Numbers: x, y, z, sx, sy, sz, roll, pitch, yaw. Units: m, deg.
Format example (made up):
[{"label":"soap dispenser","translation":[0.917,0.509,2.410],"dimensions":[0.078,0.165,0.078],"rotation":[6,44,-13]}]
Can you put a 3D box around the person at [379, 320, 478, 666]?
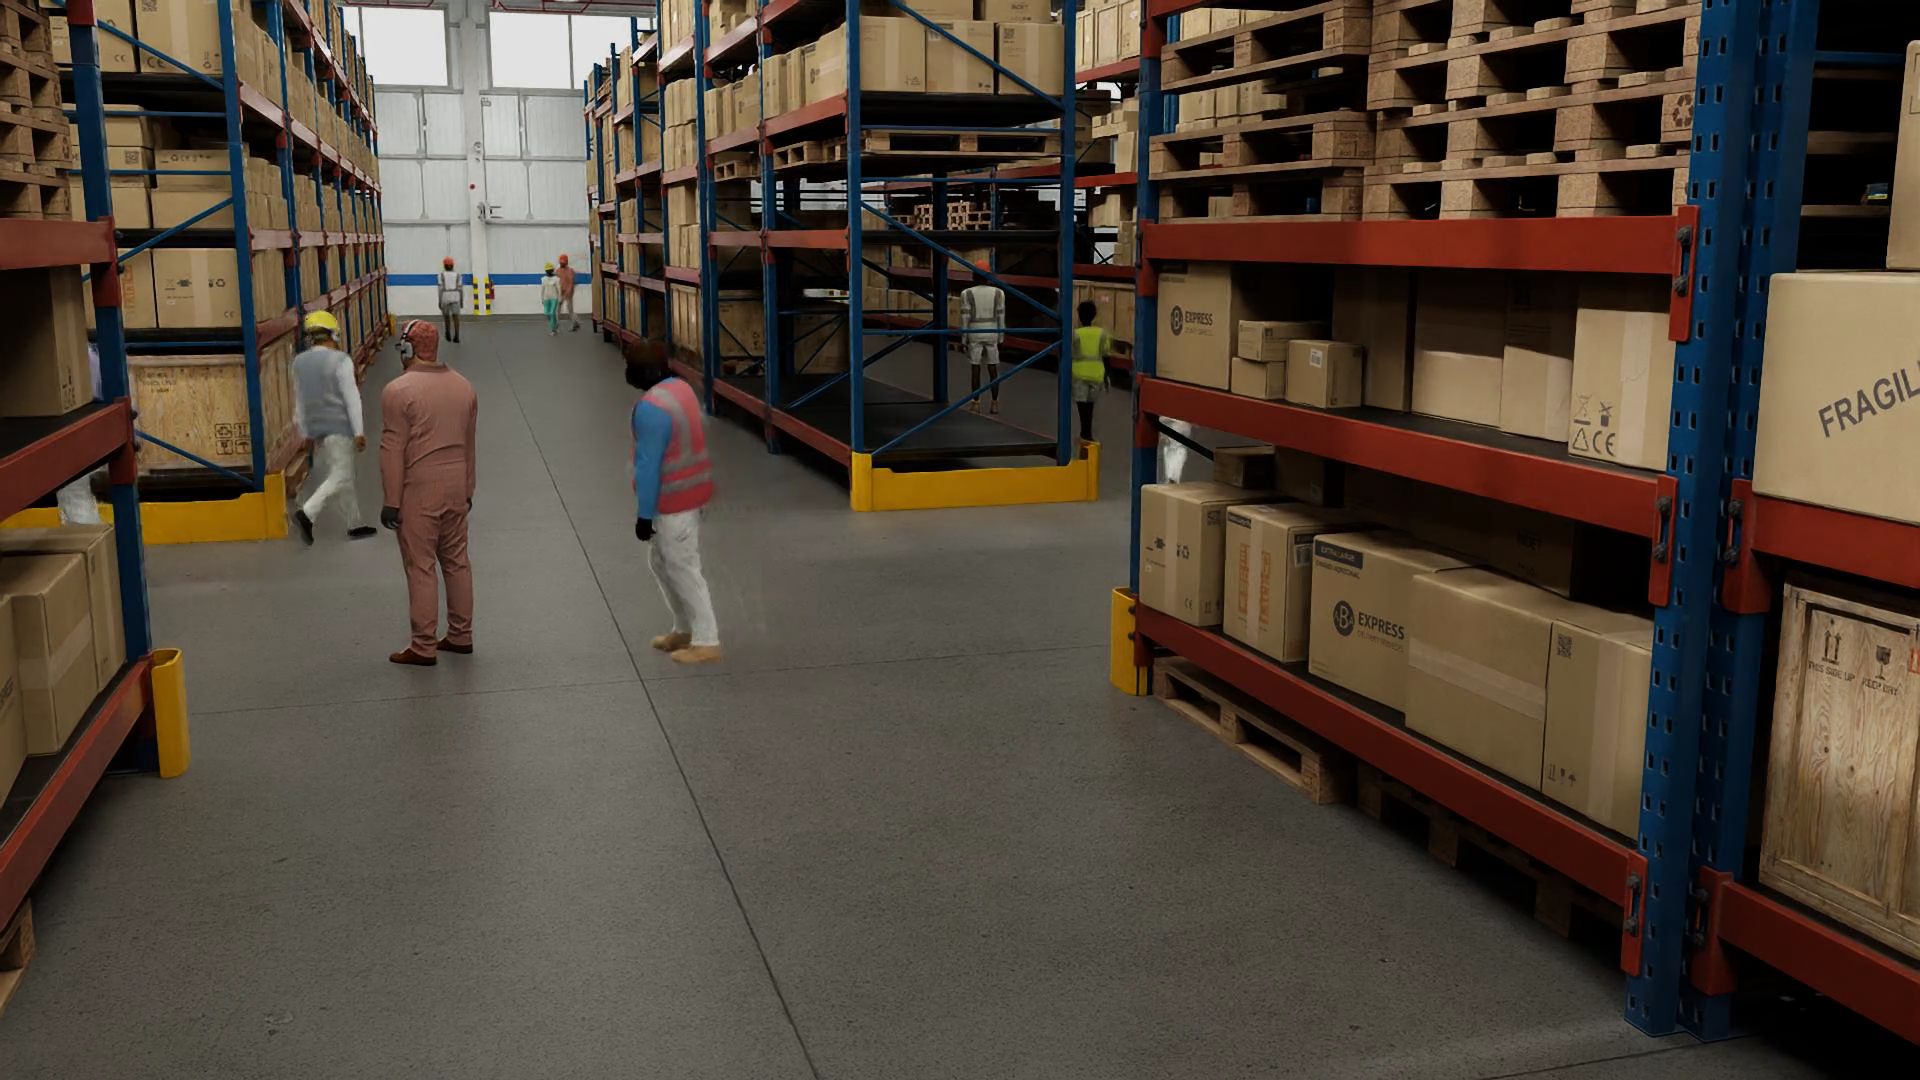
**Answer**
[{"label":"person","translation":[-2.955,-0.264,9.217],"dimensions":[0.400,1.901,0.643],"rotation":[5,11,26]}]

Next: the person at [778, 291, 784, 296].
[{"label":"person","translation":[-3.718,-4.994,35.421],"dimensions":[0.634,1.800,0.973],"rotation":[-5,11,-24]}]

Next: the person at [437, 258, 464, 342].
[{"label":"person","translation":[-11.403,-5.371,37.250],"dimensions":[0.560,1.888,1.021],"rotation":[-5,11,-24]}]

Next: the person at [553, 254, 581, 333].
[{"label":"person","translation":[-9.706,-6.068,40.935],"dimensions":[0.634,1.946,0.943],"rotation":[3,11,18]}]

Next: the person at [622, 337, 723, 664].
[{"label":"person","translation":[-1.567,-0.202,9.122],"dimensions":[0.545,1.813,0.643],"rotation":[1,10,4]}]

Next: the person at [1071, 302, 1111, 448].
[{"label":"person","translation":[1.374,-1.774,18.178],"dimensions":[0.546,1.645,0.912],"rotation":[-3,11,-16]}]

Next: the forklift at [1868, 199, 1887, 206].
[{"label":"forklift","translation":[11.338,-2.915,21.052],"dimensions":[1.129,2.768,1.873],"rotation":[-3,11,-17]}]

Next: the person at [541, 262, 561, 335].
[{"label":"person","translation":[-9.787,-5.796,39.966],"dimensions":[0.521,1.750,0.581],"rotation":[3,11,14]}]

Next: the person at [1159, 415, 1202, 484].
[{"label":"person","translation":[1.866,-1.103,14.633],"dimensions":[0.516,1.607,0.715],"rotation":[5,12,26]}]

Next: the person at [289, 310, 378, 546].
[{"label":"person","translation":[-4.849,-0.848,12.681],"dimensions":[0.616,1.791,0.756],"rotation":[6,12,29]}]

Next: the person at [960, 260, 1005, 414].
[{"label":"person","translation":[0.288,-2.676,22.050],"dimensions":[0.608,2.040,0.394],"rotation":[-2,11,-12]}]

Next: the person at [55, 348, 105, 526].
[{"label":"person","translation":[-6.065,-0.630,11.202],"dimensions":[0.859,1.895,0.654],"rotation":[3,11,14]}]
